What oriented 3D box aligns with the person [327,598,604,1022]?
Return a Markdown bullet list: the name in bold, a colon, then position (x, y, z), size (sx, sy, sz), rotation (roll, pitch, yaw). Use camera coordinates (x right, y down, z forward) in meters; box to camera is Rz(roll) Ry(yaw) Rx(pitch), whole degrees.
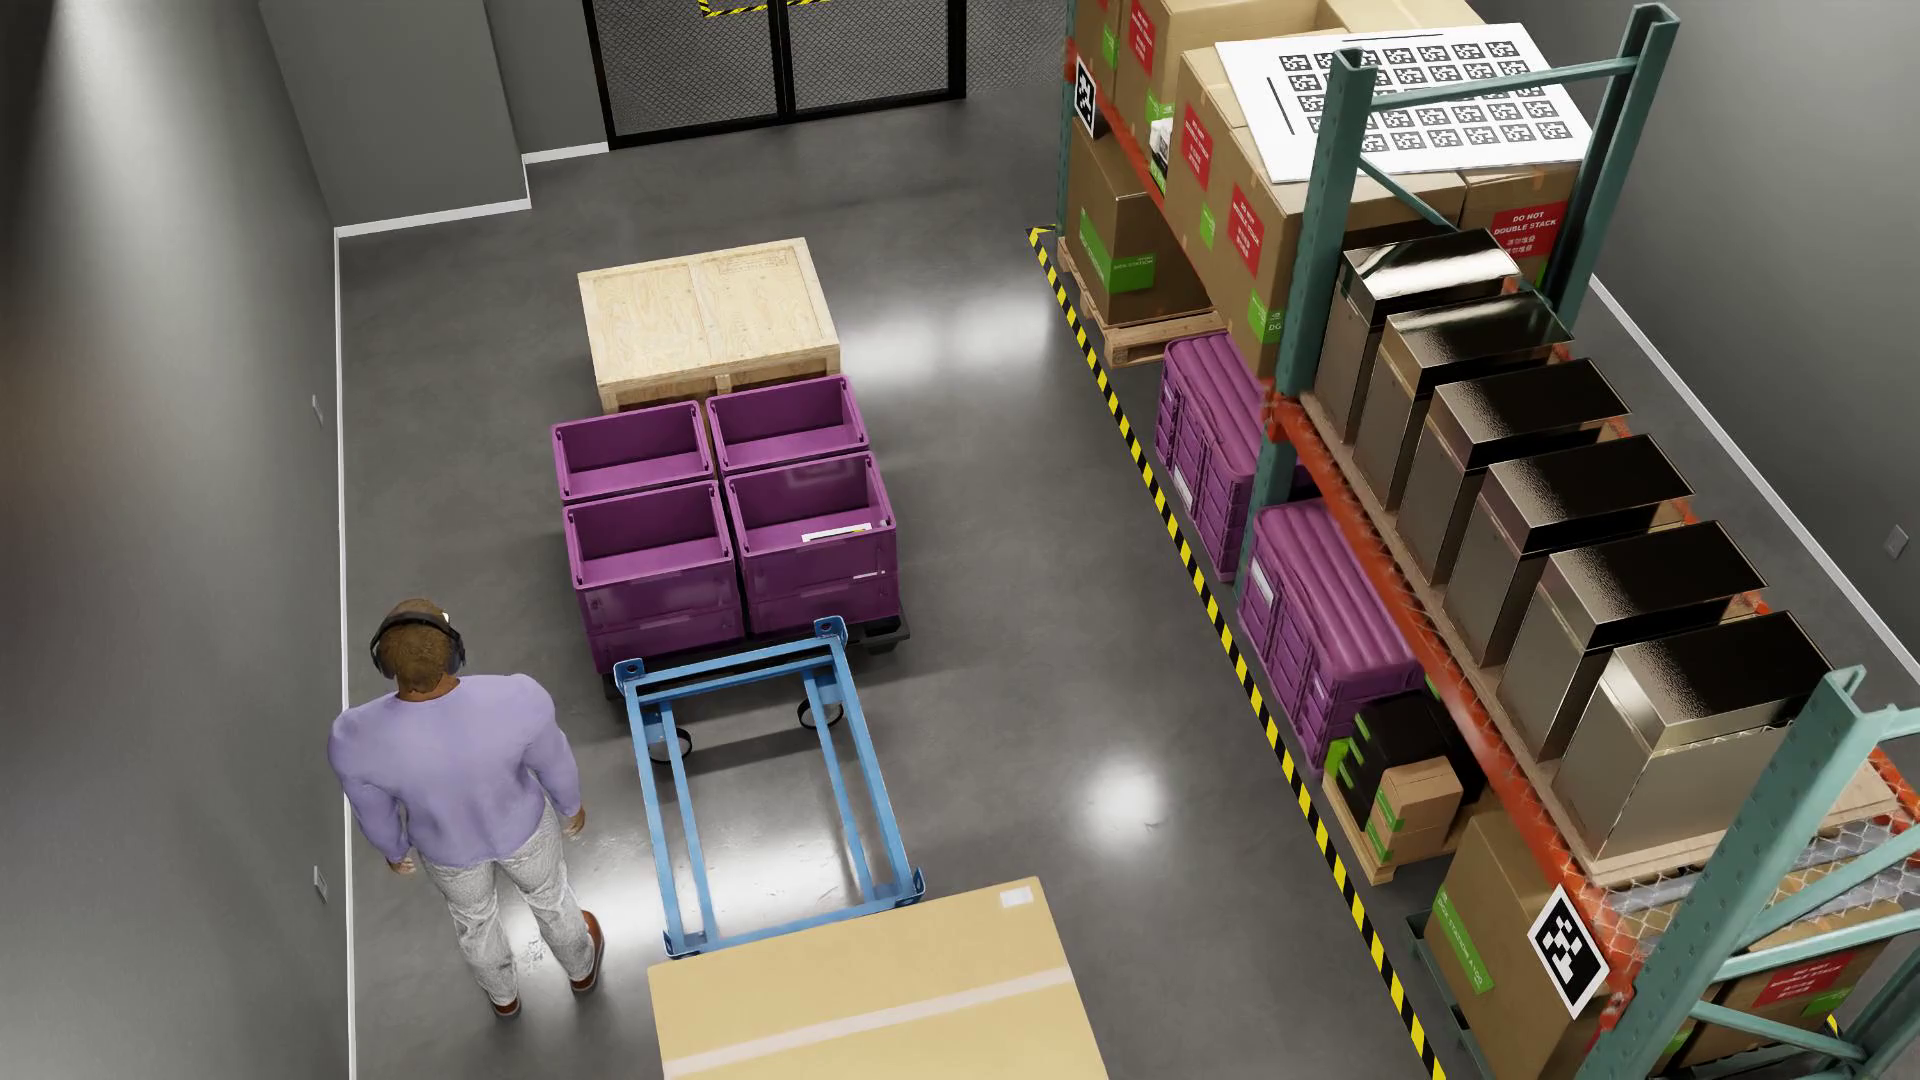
- **person**: position (-1.463, 0.866, 5.091), size (0.638, 1.938, 0.356), rotation (-13, 49, -12)
